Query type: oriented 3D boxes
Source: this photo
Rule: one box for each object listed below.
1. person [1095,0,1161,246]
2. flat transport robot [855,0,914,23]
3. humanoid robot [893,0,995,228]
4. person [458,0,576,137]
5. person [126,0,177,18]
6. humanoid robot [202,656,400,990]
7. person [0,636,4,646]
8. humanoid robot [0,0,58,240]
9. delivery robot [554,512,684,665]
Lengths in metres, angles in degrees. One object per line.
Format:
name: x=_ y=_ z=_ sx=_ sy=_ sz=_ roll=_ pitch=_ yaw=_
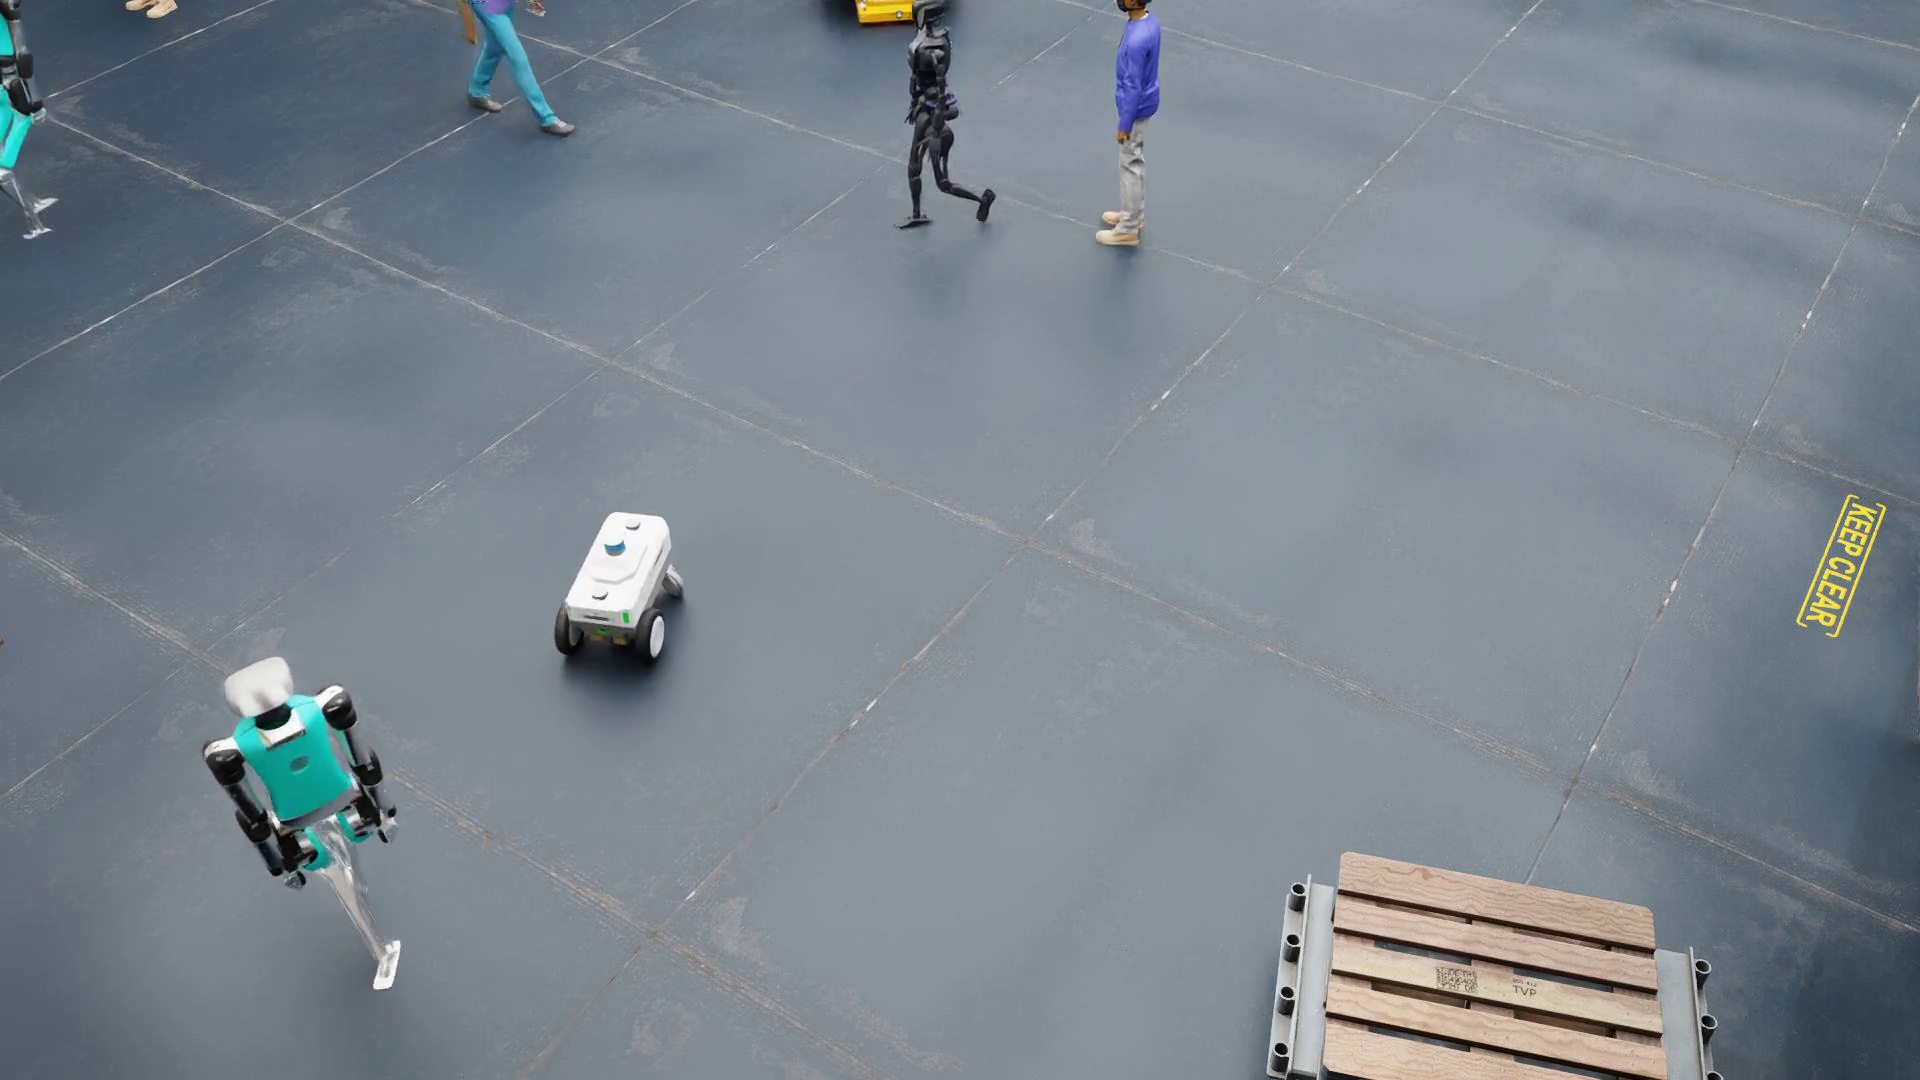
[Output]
person: x=1.090 y=-2.784 z=10.704 sx=0.371 sy=1.863 sz=0.466 roll=8 pitch=42 yaw=9
flat transport robot: x=-0.610 y=-4.796 z=14.146 sx=0.659 sy=0.231 sz=1.431 roll=-6 pitch=42 yaw=-7
humanoid robot: x=-0.119 y=-2.798 z=10.865 sx=0.632 sy=1.631 sz=0.602 roll=-13 pitch=44 yaw=-15
person: x=-3.319 y=-3.813 z=11.901 sx=0.999 sy=1.795 sz=0.569 roll=14 pitch=44 yaw=15
person: x=-6.739 y=-5.087 z=13.363 sx=0.481 sy=1.746 sz=0.322 roll=26 pitch=48 yaw=26
humanoid robot: x=-2.597 y=1.021 z=6.591 sx=0.559 sy=1.842 sz=0.807 roll=-26 pitch=48 yaw=-26
person: x=-5.318 y=-0.236 z=7.847 sx=0.963 sy=1.865 sz=0.654 roll=4 pitch=42 yaw=4
humanoid robot: x=-6.351 y=-2.818 z=10.861 sx=0.531 sy=1.803 sz=0.804 roll=24 pitch=47 yaw=25
delivery robot: x=-1.689 y=0.229 z=8.306 sx=0.521 sy=0.592 sz=0.764 roll=6 pitch=42 yaw=7
